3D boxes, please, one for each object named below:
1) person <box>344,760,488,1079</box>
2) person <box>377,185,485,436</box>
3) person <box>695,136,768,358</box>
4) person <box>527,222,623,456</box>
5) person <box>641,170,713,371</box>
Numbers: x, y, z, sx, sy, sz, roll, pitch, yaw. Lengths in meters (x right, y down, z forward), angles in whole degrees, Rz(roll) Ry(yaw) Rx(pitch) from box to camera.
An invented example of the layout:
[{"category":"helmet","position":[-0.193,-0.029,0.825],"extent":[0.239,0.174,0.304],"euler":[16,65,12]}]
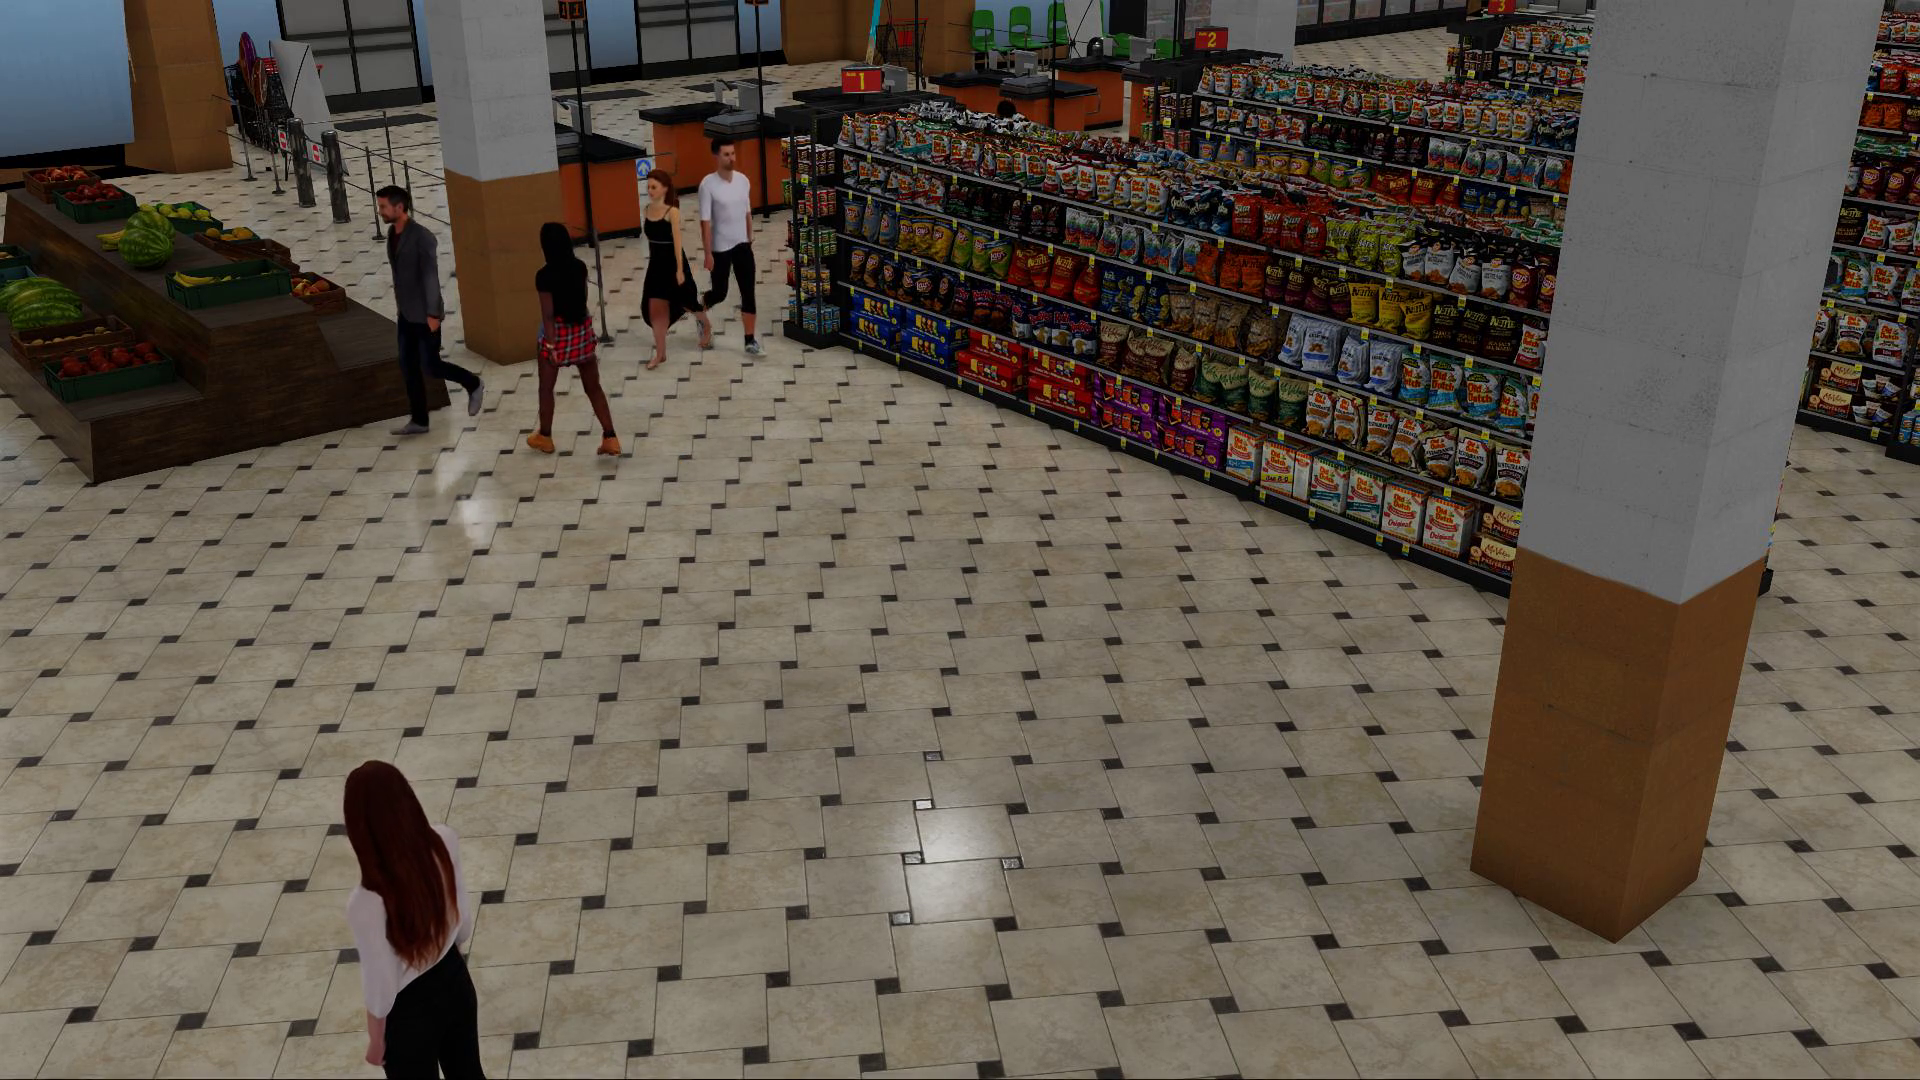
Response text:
[{"category":"person","position":[-1.654,1.455,5.145],"extent":[0.649,1.762,0.661],"euler":[10,26,22]},{"category":"person","position":[-3.900,-1.681,12.203],"extent":[1.016,1.849,0.903],"euler":[16,28,33]},{"category":"person","position":[-2.010,-2.481,14.064],"extent":[0.668,1.823,1.127],"euler":[-18,30,-36]},{"category":"person","position":[-2.683,-1.362,11.664],"extent":[1.085,1.697,0.711],"euler":[19,30,37]},{"category":"person","position":[-2.377,-2.285,13.896],"extent":[1.071,1.598,0.853],"euler":[12,26,26]}]
